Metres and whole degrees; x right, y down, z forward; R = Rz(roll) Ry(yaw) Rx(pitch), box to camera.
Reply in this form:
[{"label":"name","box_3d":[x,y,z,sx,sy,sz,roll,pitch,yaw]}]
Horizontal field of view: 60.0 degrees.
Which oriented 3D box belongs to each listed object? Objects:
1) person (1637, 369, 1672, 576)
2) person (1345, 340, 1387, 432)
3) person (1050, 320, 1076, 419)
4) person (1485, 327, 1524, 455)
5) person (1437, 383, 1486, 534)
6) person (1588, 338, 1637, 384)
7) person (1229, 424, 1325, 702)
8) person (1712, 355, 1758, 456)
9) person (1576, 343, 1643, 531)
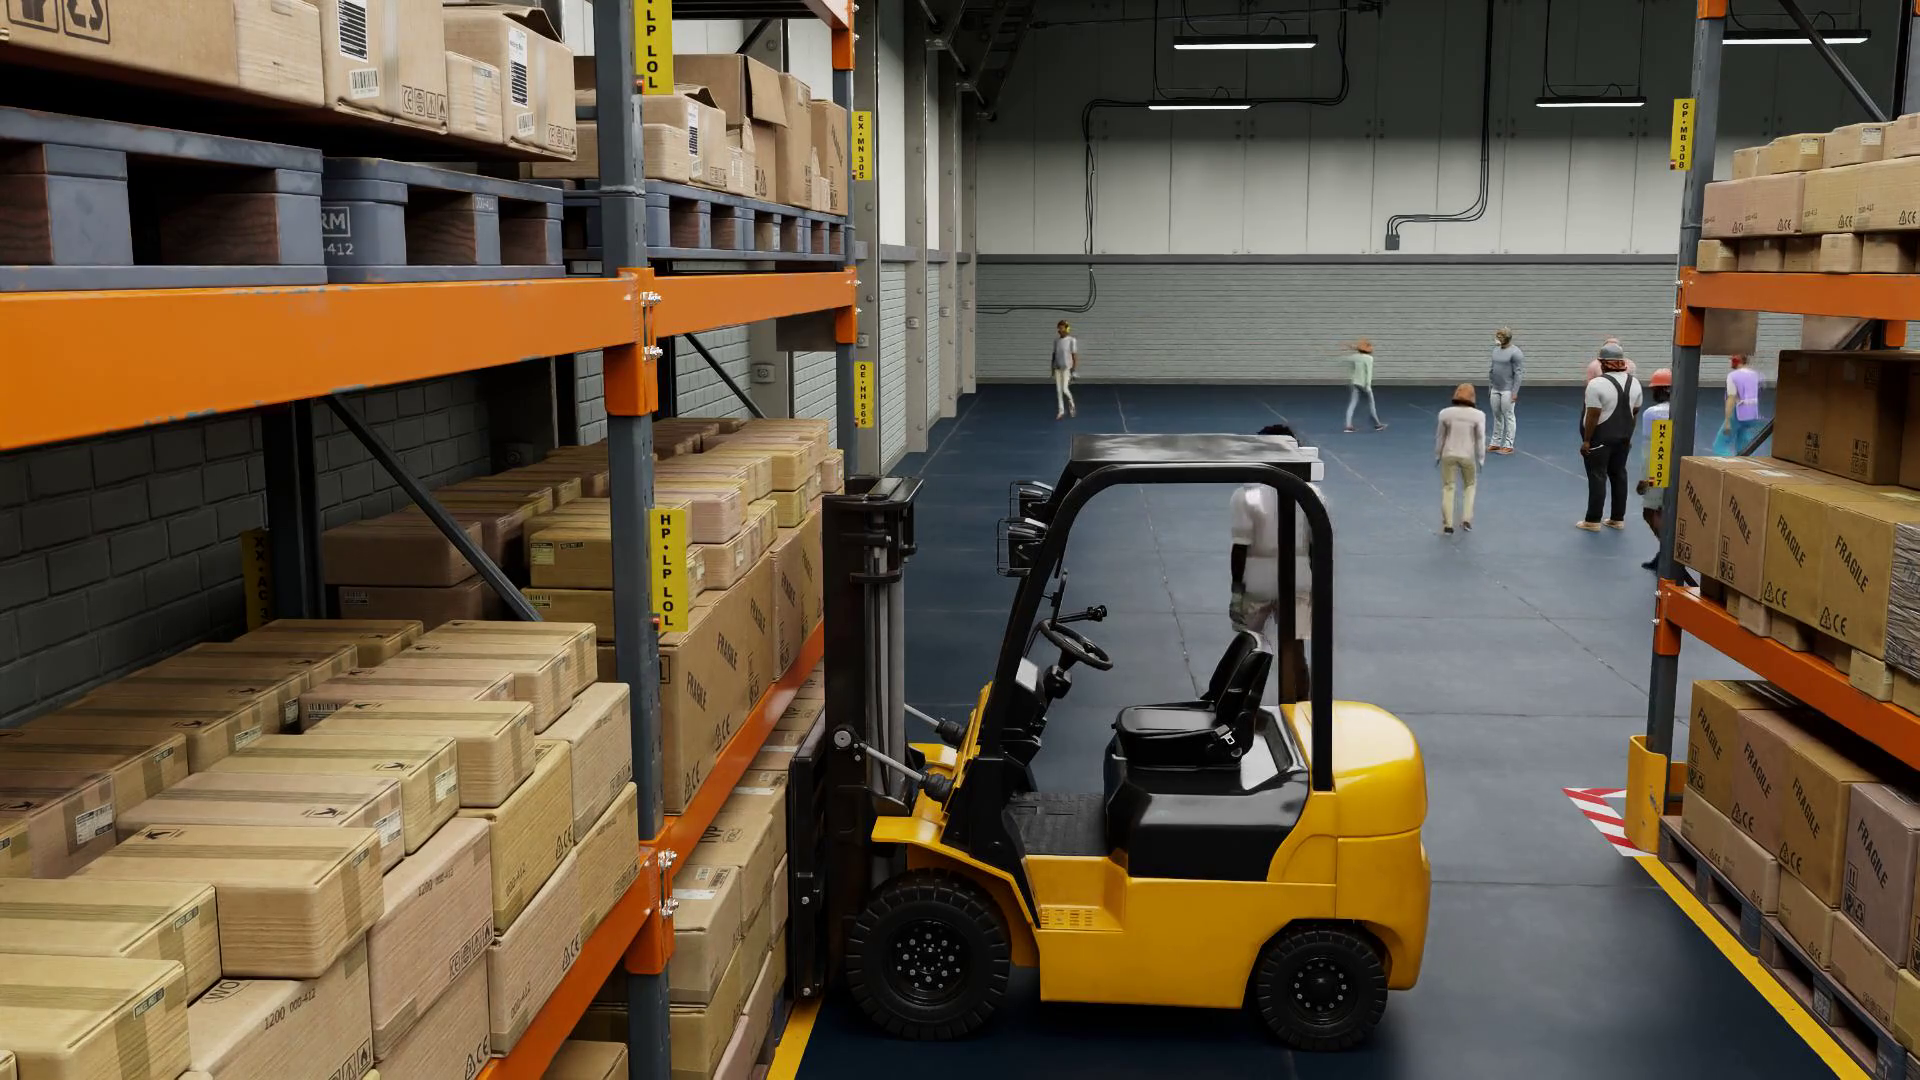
[{"label":"person","box_3d":[6.561,-0.613,15.395,0.574,1.903,0.722,-4,10,-22]},{"label":"person","box_3d":[6.994,-2.662,28.711,0.843,1.581,0.522,-5,11,-27]},{"label":"person","box_3d":[1.923,-3.180,31.101,0.510,1.855,0.417,7,12,36]},{"label":"person","box_3d":[8.272,-2.267,25.305,0.372,1.935,0.627,-4,10,-22]},{"label":"person","box_3d":[5.354,-0.867,17.794,0.530,1.609,0.538,5,10,27]},{"label":"person","box_3d":[9.025,-1.866,23.063,0.649,1.880,0.577,3,10,15]},{"label":"person","box_3d":[1.903,0.249,10.131,0.630,1.908,1.021,-2,9,-9]},{"label":"person","box_3d":[9.810,-1.507,21.040,0.584,1.819,0.554,-5,11,-28]},{"label":"person","box_3d":[6.988,-1.123,18.049,0.689,2.000,0.538,-4,10,-21]}]
